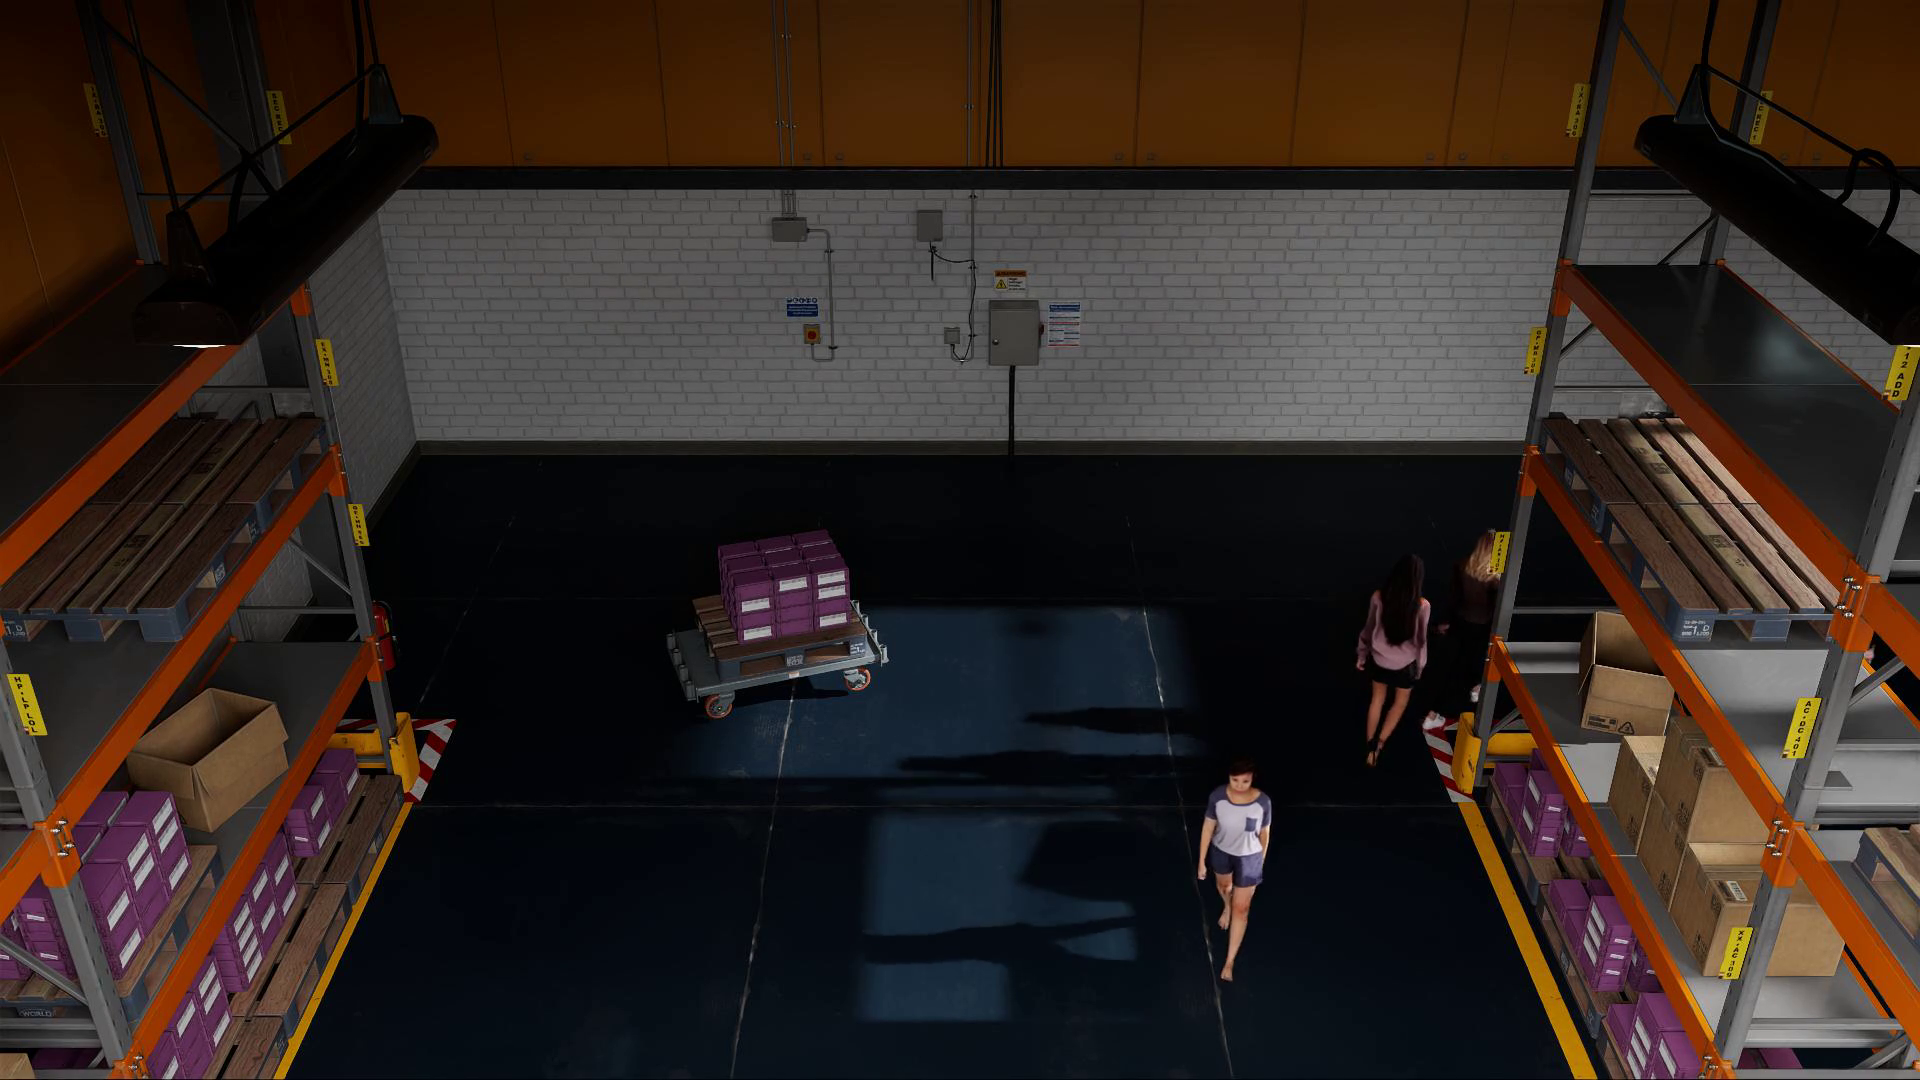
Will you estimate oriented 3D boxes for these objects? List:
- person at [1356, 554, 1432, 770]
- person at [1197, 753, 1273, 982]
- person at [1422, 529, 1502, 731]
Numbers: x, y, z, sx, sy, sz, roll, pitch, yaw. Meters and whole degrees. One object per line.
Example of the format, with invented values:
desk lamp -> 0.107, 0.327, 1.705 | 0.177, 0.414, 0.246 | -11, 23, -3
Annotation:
person -> 3.175, 0.964, 12.202 | 0.866, 1.795, 0.956 | 12, 31, 21
person -> 1.770, 1.965, 10.658 | 0.792, 1.517, 1.088 | 9, 30, 17
person -> 3.861, 0.733, 12.776 | 1.075, 1.651, 1.138 | -18, 33, -29
